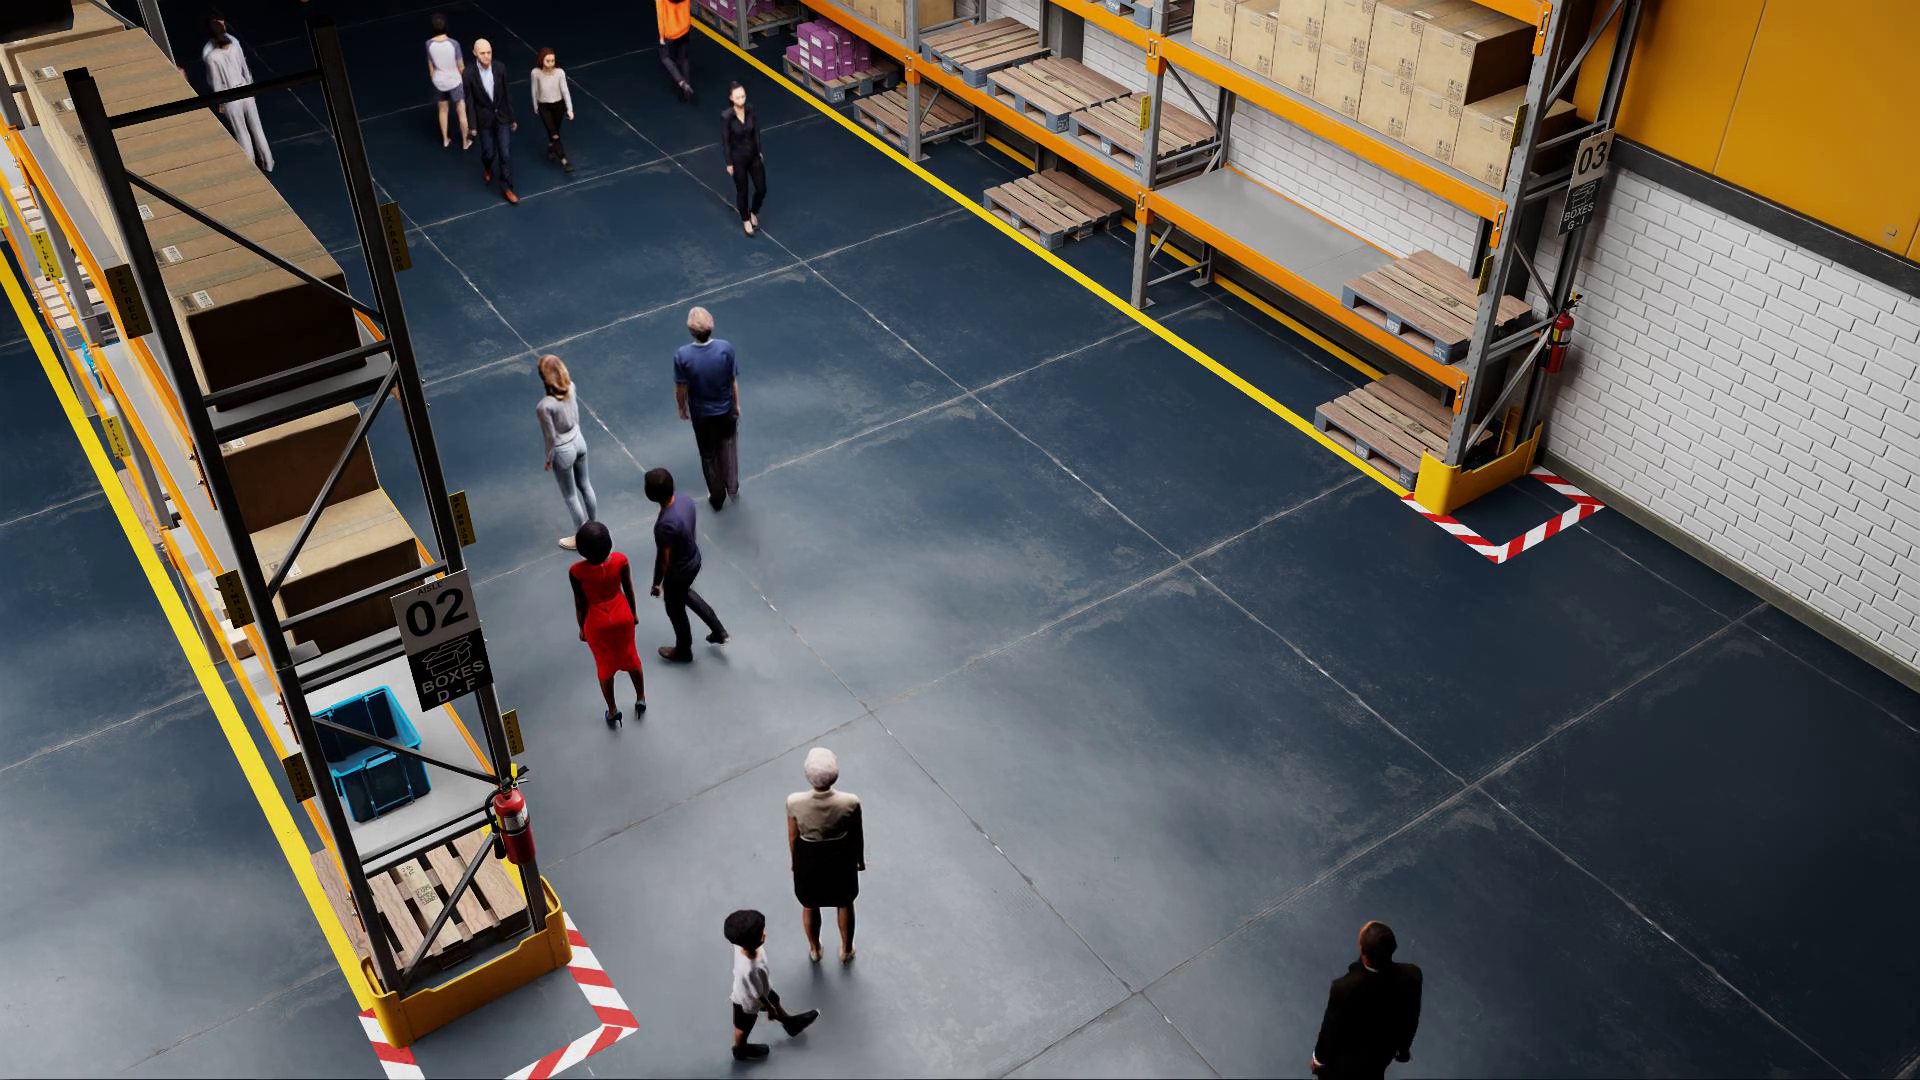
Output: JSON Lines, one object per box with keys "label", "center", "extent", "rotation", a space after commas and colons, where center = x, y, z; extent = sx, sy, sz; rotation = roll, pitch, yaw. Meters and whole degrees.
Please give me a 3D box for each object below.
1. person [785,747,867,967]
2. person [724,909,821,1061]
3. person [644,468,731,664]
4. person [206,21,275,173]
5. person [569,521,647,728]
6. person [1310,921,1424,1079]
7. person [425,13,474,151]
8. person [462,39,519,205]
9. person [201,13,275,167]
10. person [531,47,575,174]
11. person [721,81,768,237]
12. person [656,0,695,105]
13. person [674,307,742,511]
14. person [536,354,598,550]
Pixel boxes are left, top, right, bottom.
{"label": "person", "center": [-0.800, 1.914, 9.852], "extent": [0.679, 1.751, 0.691], "rotation": [-3, 39, -4]}
{"label": "person", "center": [-1.245, 2.552, 9.460], "extent": [0.727, 1.243, 0.768], "rotation": [-7, 39, -9]}
{"label": "person", "center": [-1.965, 0.223, 11.952], "extent": [0.950, 1.773, 0.890], "rotation": [9, 40, 12]}
{"label": "person", "center": [-7.951, -4.855, 18.309], "extent": [0.619, 1.776, 0.643], "rotation": [28, 47, 31]}
{"label": "person", "center": [-2.435, 0.583, 11.525], "extent": [0.603, 1.743, 0.546], "rotation": [-17, 42, -20]}
{"label": "person", "center": [2.130, 2.731, 8.714], "extent": [0.900, 1.894, 0.986], "rotation": [-7, 39, -8]}
{"label": "person", "center": [-5.831, -5.206, 18.929], "extent": [0.676, 1.549, 0.709], "rotation": [-2, 39, -2]}
{"label": "person", "center": [-5.053, -4.555, 17.928], "extent": [0.733, 1.782, 0.976], "rotation": [-19, 42, -22]}
{"label": "person", "center": [-8.044, -4.950, 18.402], "extent": [0.803, 1.808, 0.787], "rotation": [12, 40, 15]}
{"label": "person", "center": [-4.596, -4.843, 18.578], "extent": [0.668, 1.420, 1.057], "rotation": [-14, 41, -16]}
{"label": "person", "center": [-2.274, -3.954, 17.241], "extent": [0.603, 1.700, 0.538], "rotation": [-24, 44, -27]}
{"label": "person", "center": [-3.329, -5.994, 19.764], "extent": [0.683, 1.739, 0.737], "rotation": [-31, 48, -33]}
{"label": "person", "center": [-1.981, -1.004, 13.421], "extent": [0.760, 1.857, 0.752], "rotation": [-10, 40, -12]}
{"label": "person", "center": [-3.090, -0.692, 13.080], "extent": [0.676, 1.796, 0.667], "rotation": [16, 41, 19]}
